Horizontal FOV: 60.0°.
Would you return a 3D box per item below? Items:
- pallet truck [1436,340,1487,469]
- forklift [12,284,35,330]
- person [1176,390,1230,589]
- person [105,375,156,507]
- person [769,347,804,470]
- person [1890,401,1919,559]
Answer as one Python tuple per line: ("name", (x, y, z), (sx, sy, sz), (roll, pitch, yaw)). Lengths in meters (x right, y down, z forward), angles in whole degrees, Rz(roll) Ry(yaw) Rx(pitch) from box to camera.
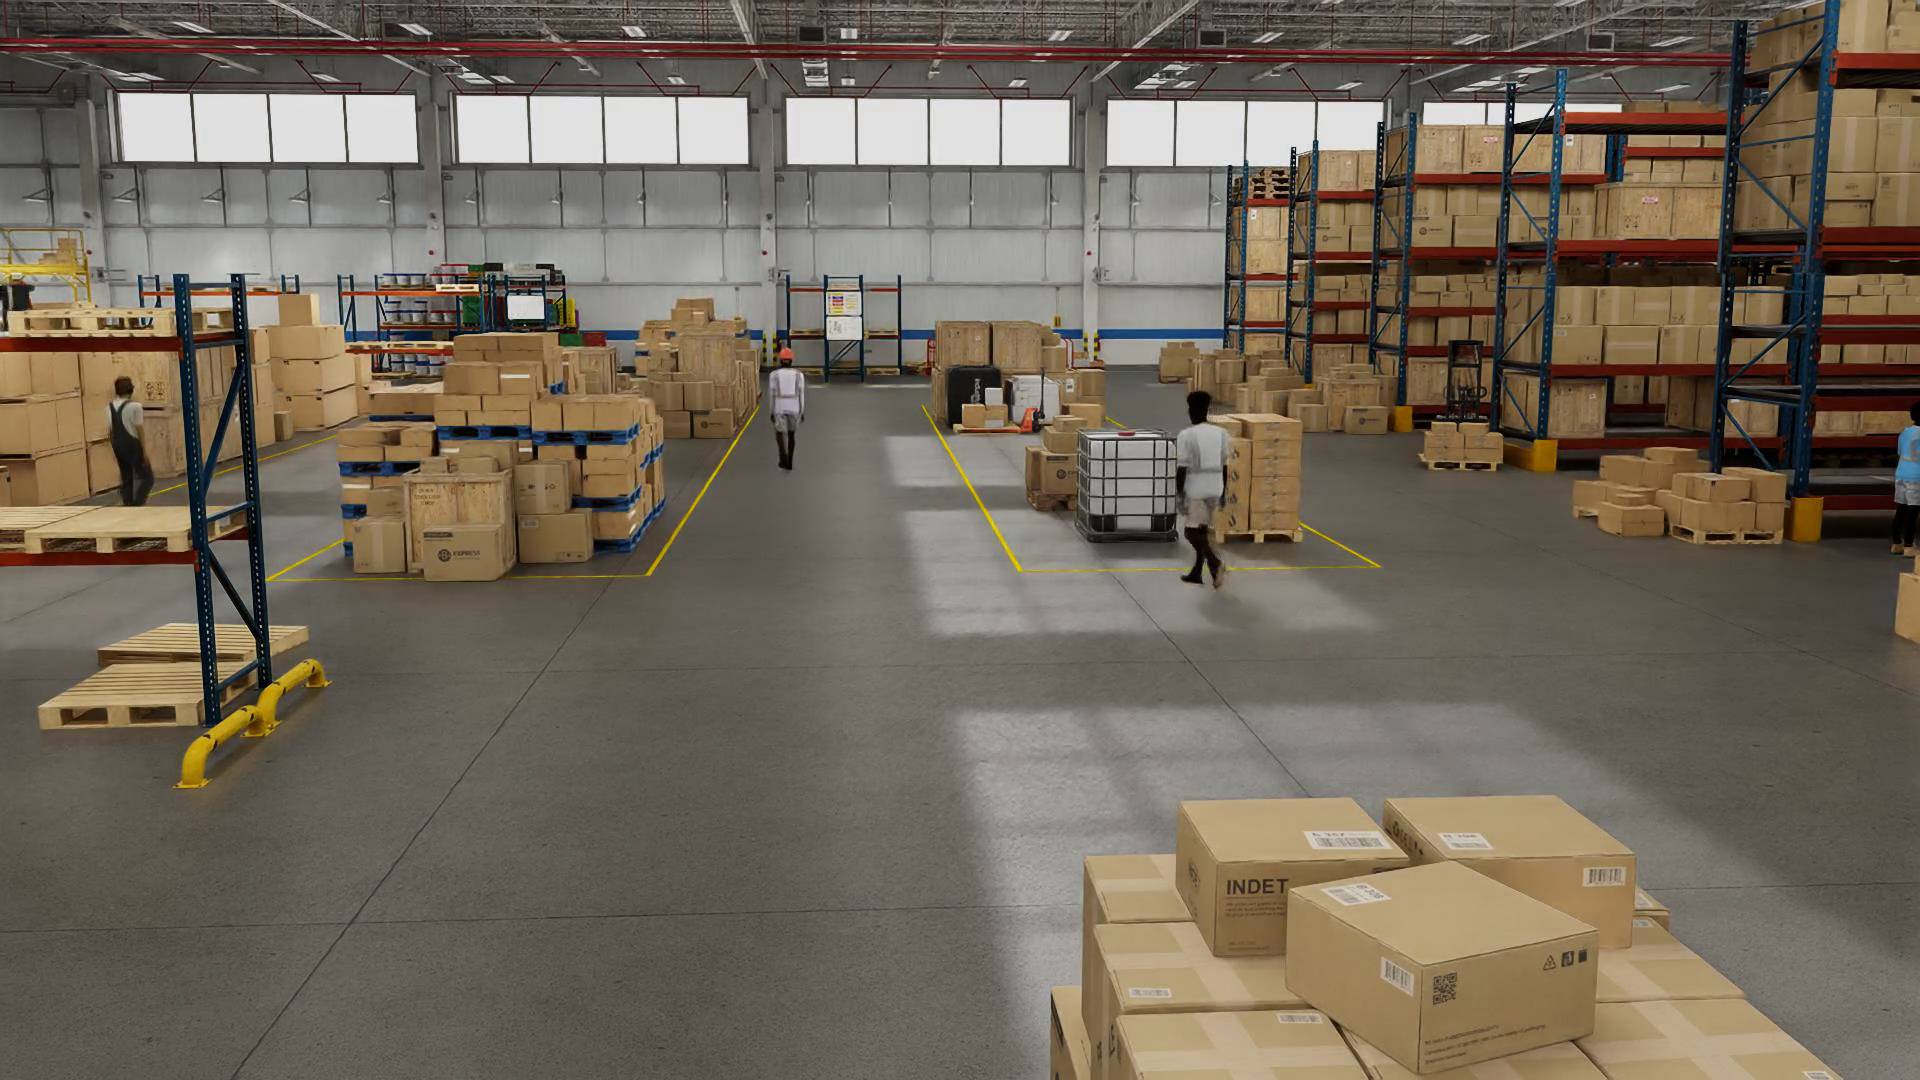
("pallet truck", (8.004, -2.170, 26.422), (0.823, 1.965, 1.885), (2, 9, 14))
("forklift", (-20.211, -4.138, 36.011), (1.873, 2.768, 1.129), (-5, 10, -30))
("person", (2.354, -0.467, 15.936), (0.603, 1.937, 0.766), (-5, 10, -28))
("person", (-9.898, -1.044, 19.843), (0.550, 1.835, 0.388), (3, 9, 15))
("person", (-2.681, -2.029, 25.780), (0.551, 1.918, 0.519), (-2, 9, -12))
("person", (10.206, -0.644, 17.792), (0.320, 1.692, 0.531), (1, 9, 5))
